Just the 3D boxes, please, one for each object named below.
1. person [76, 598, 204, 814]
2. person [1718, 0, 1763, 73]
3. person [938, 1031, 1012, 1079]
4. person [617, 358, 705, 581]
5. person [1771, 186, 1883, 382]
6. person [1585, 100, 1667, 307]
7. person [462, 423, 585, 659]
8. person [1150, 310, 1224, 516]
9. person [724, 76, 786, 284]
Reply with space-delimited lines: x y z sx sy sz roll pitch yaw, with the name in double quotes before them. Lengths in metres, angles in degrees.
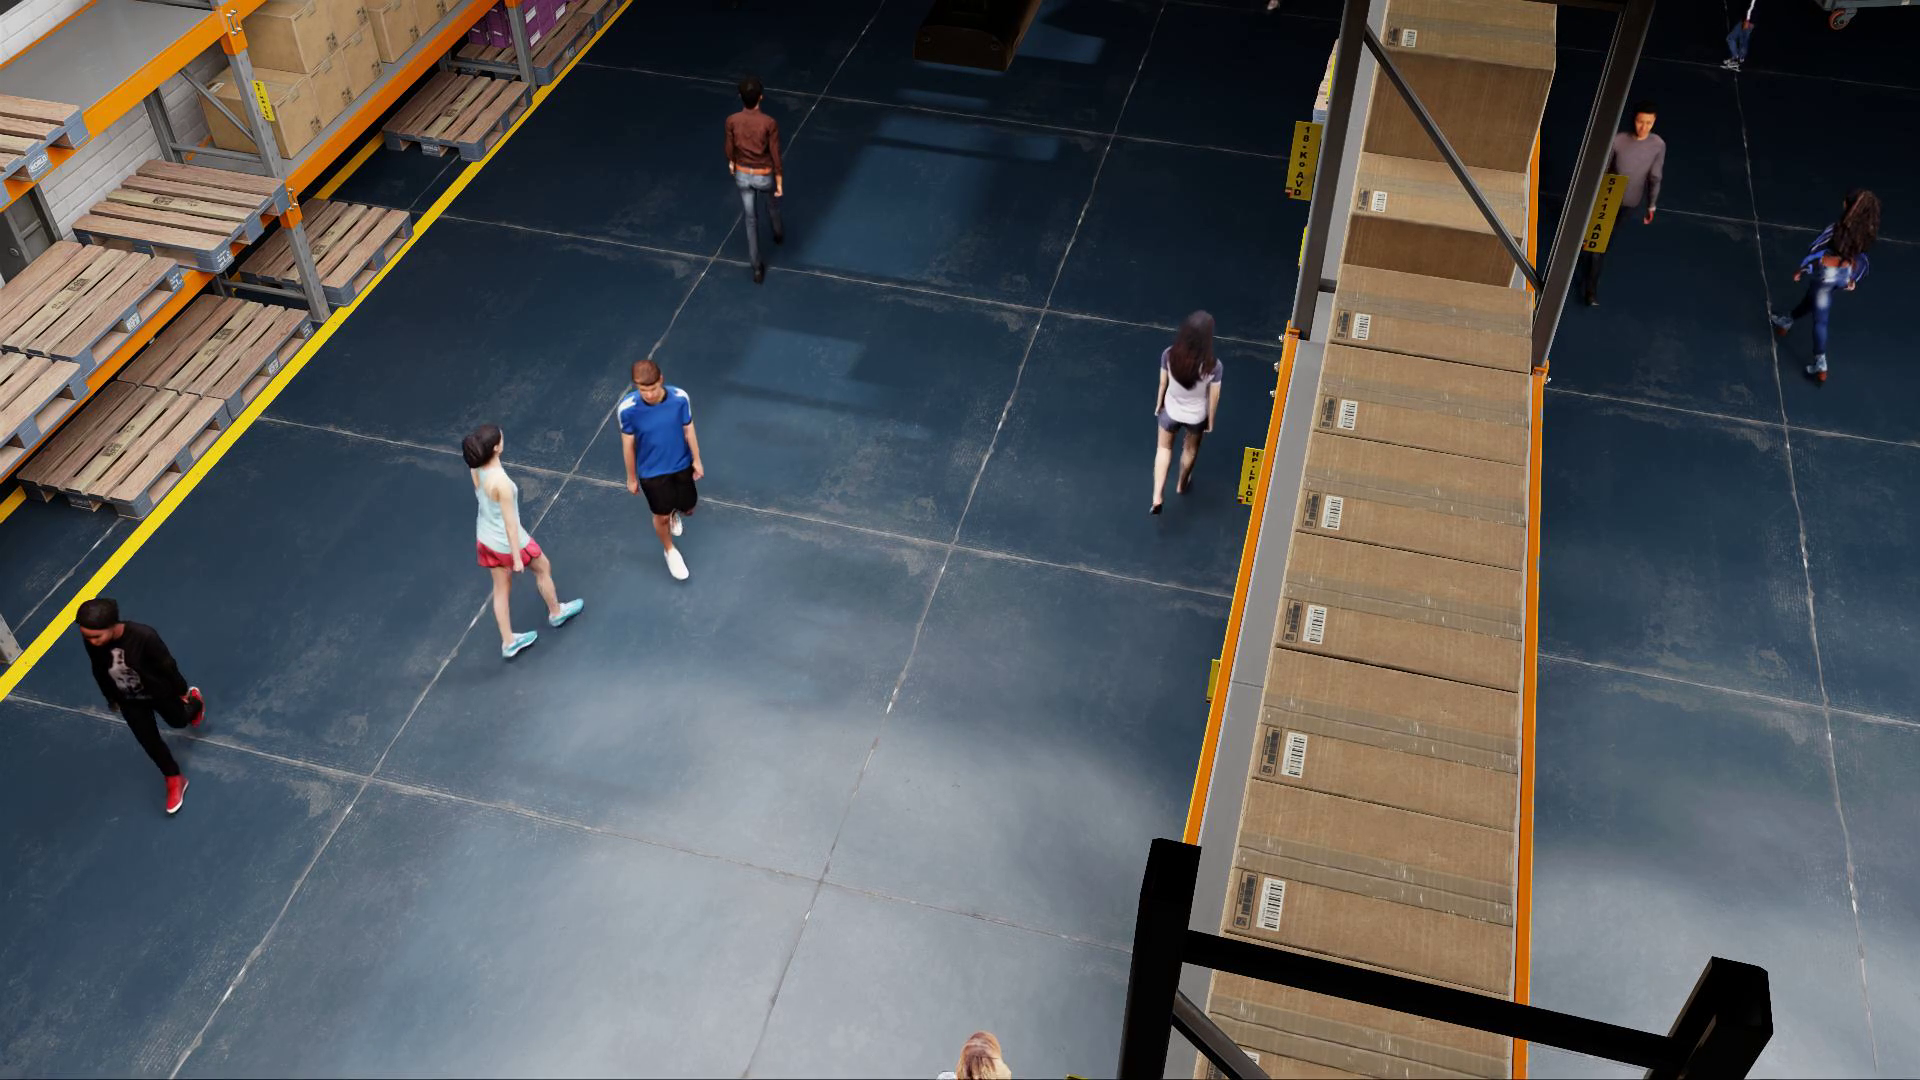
"person" -4.868 0.846 10.004 0.904 1.644 1.126 -5 44 -5
"person" 8.012 -5.290 16.756 0.639 1.213 0.520 26 49 25
"person" 0.083 2.931 7.718 0.591 1.778 0.575 12 45 12
"person" -2.038 -0.568 11.342 0.964 1.845 1.037 -17 46 -17
"person" 6.846 -1.986 13.024 0.941 1.578 1.161 -8 44 -8
"person" 5.491 -2.883 13.848 1.032 1.740 0.762 10 45 10
"person" -3.003 0.057 10.760 0.838 1.743 1.003 32 52 29
"person" 1.570 -0.868 11.771 0.617 1.688 0.916 13 45 13
"person" -1.729 -2.965 13.936 0.825 1.739 1.112 2 44 2
